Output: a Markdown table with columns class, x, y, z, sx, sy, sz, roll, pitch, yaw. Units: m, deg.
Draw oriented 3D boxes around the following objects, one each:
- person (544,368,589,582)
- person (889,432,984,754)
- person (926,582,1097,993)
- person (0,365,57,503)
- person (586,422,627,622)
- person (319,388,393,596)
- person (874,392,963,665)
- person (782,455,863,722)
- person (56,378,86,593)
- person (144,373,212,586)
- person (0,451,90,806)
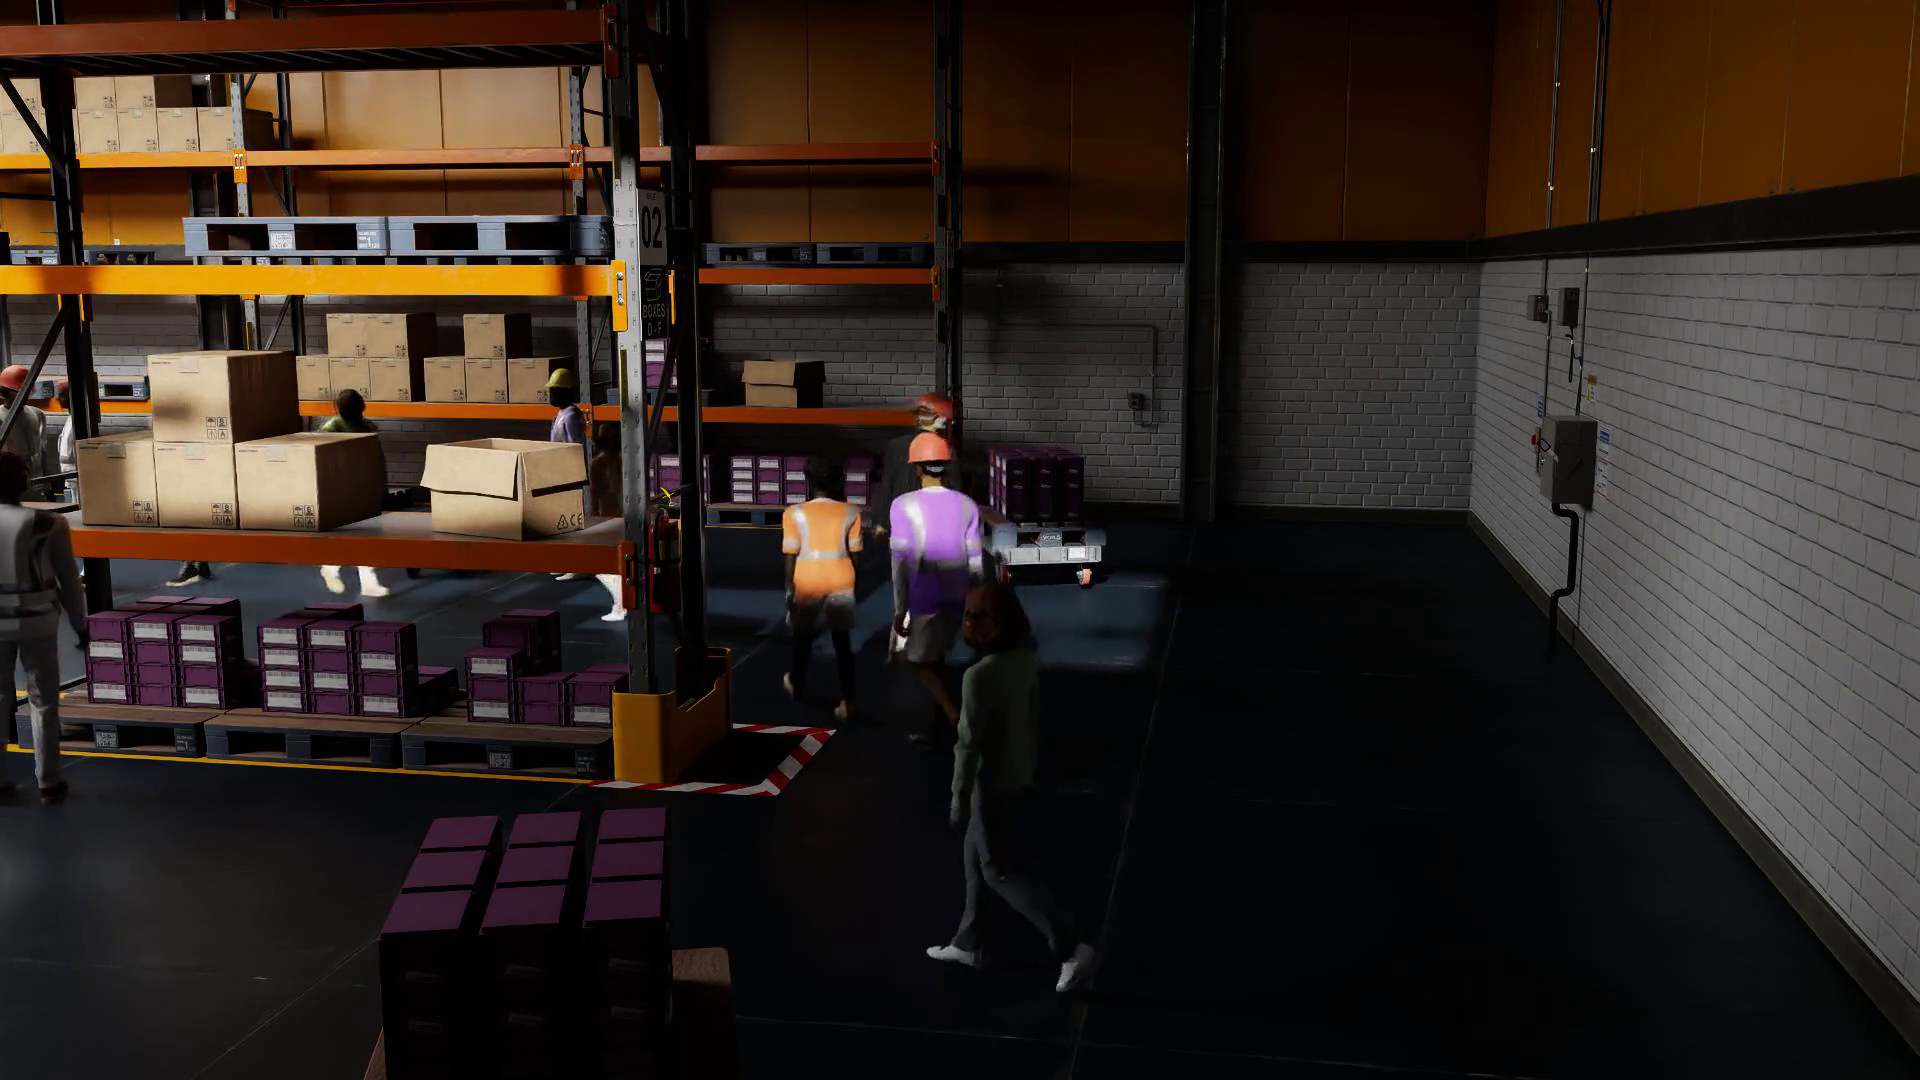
| class | x | y | z | sx | sy | sz | roll | pitch | yaw |
| --- | --- | --- | --- | --- | --- | --- | --- | --- | --- |
| person | -3.560 | -0.581 | 15.086 | 0.399 | 1.934 | 0.602 | -4 | 10 | -21 |
| person | -0.075 | 0.351 | 9.380 | 0.561 | 1.896 | 0.825 | -5 | 11 | -29 |
| person | 0.194 | 0.963 | 6.474 | 0.751 | 1.610 | 0.508 | 5 | 10 | 27 |
| person | -7.796 | -0.438 | 13.829 | 0.407 | 2.032 | 0.609 | 4 | 10 | 21 |
| person | -2.723 | -0.123 | 13.137 | 0.425 | 1.624 | 0.539 | 5 | 10 | 28 |
| person | -5.192 | -0.395 | 14.224 | 0.494 | 1.819 | 0.649 | 3 | 10 | 16 |
| person | -0.244 | -0.102 | 12.039 | 0.631 | 1.932 | 0.973 | 5 | 11 | 30 |
| person | -0.879 | 0.279 | 10.546 | 0.544 | 1.642 | 0.880 | -3 | 10 | -17 |
| person | -7.684 | -0.480 | 14.548 | 0.355 | 1.884 | 0.573 | -7 | 12 | -37 |
| person | -6.961 | -0.541 | 14.767 | 0.688 | 1.933 | 0.688 | 6 | 11 | 32 |
| person | -4.908 | 0.468 | 8.680 | 0.597 | 1.883 | 0.390 | -2 | 9 | -14 |
